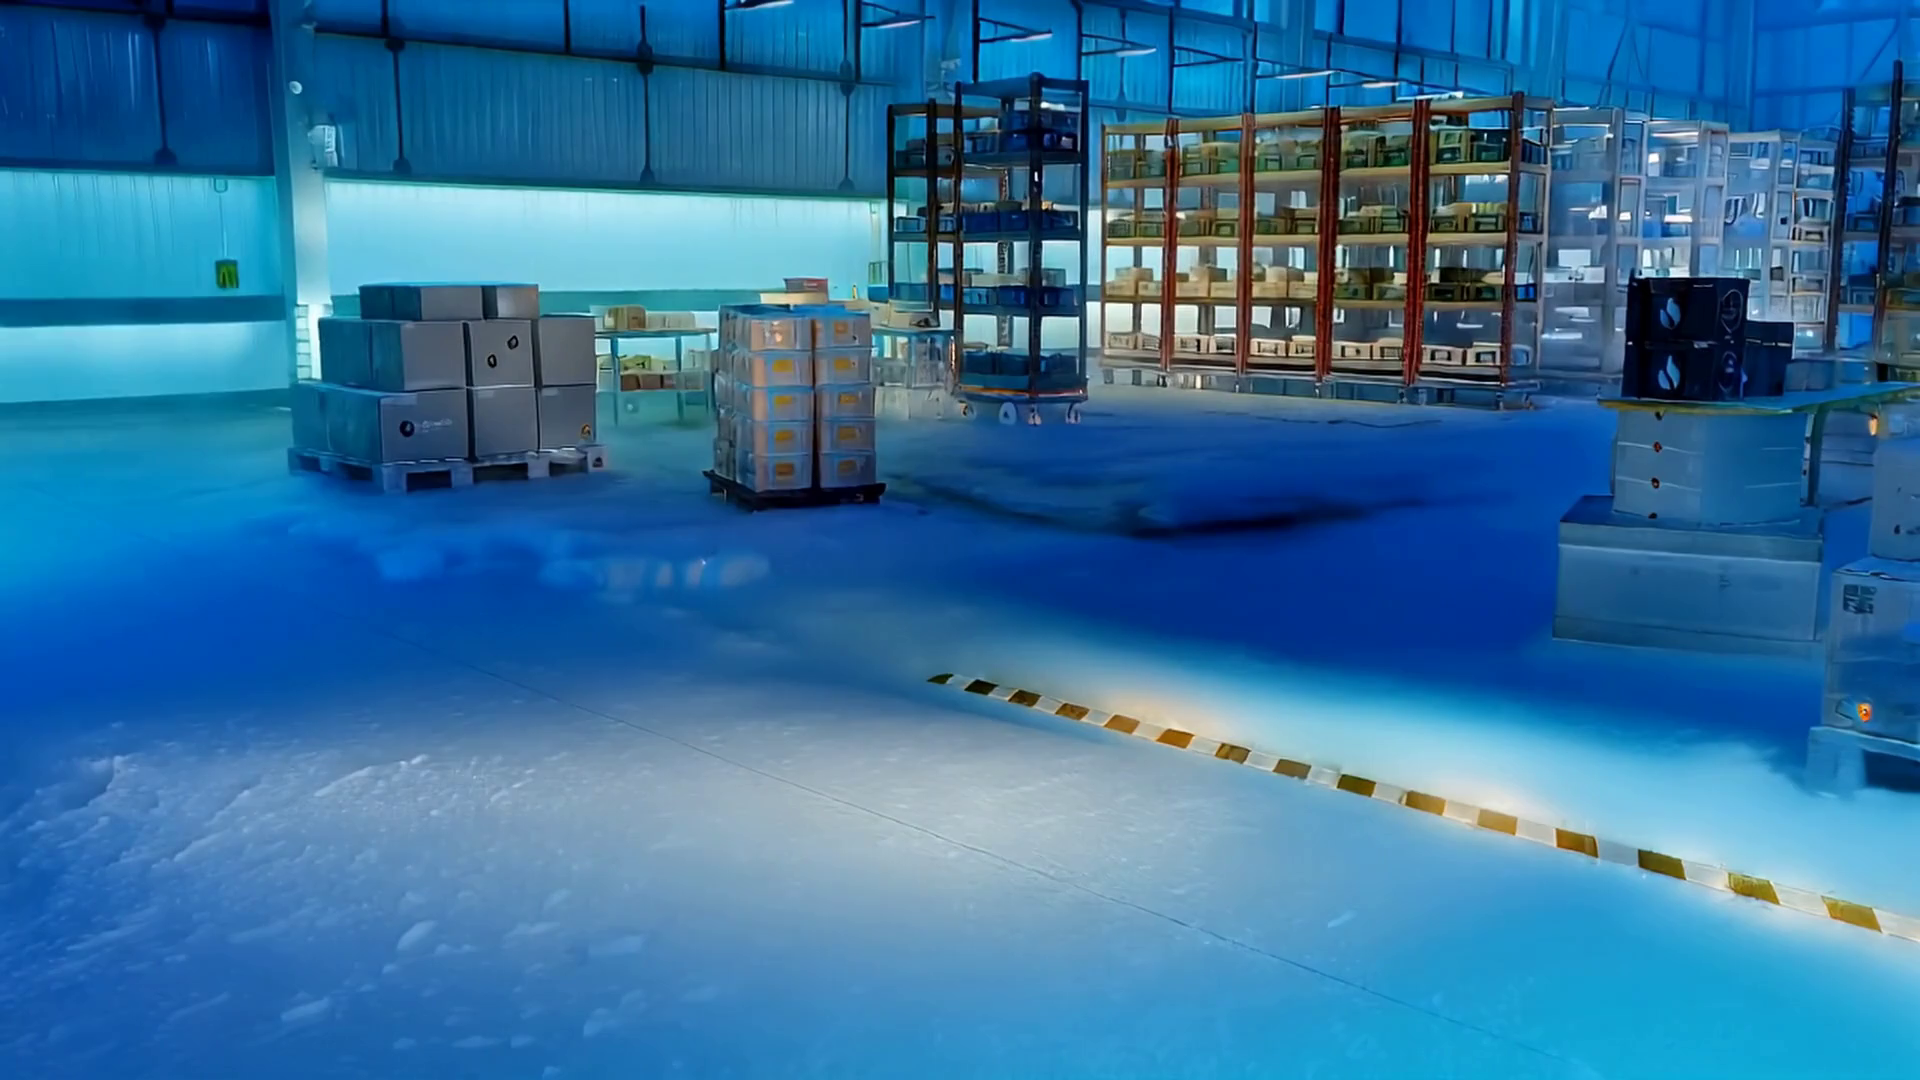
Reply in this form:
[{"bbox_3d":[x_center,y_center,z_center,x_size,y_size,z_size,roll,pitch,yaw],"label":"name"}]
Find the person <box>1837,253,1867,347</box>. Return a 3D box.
[{"bbox_3d":[11.991,-2.942,22.419,0.377,1.841,0.567,2,10,13],"label":"person"}]
